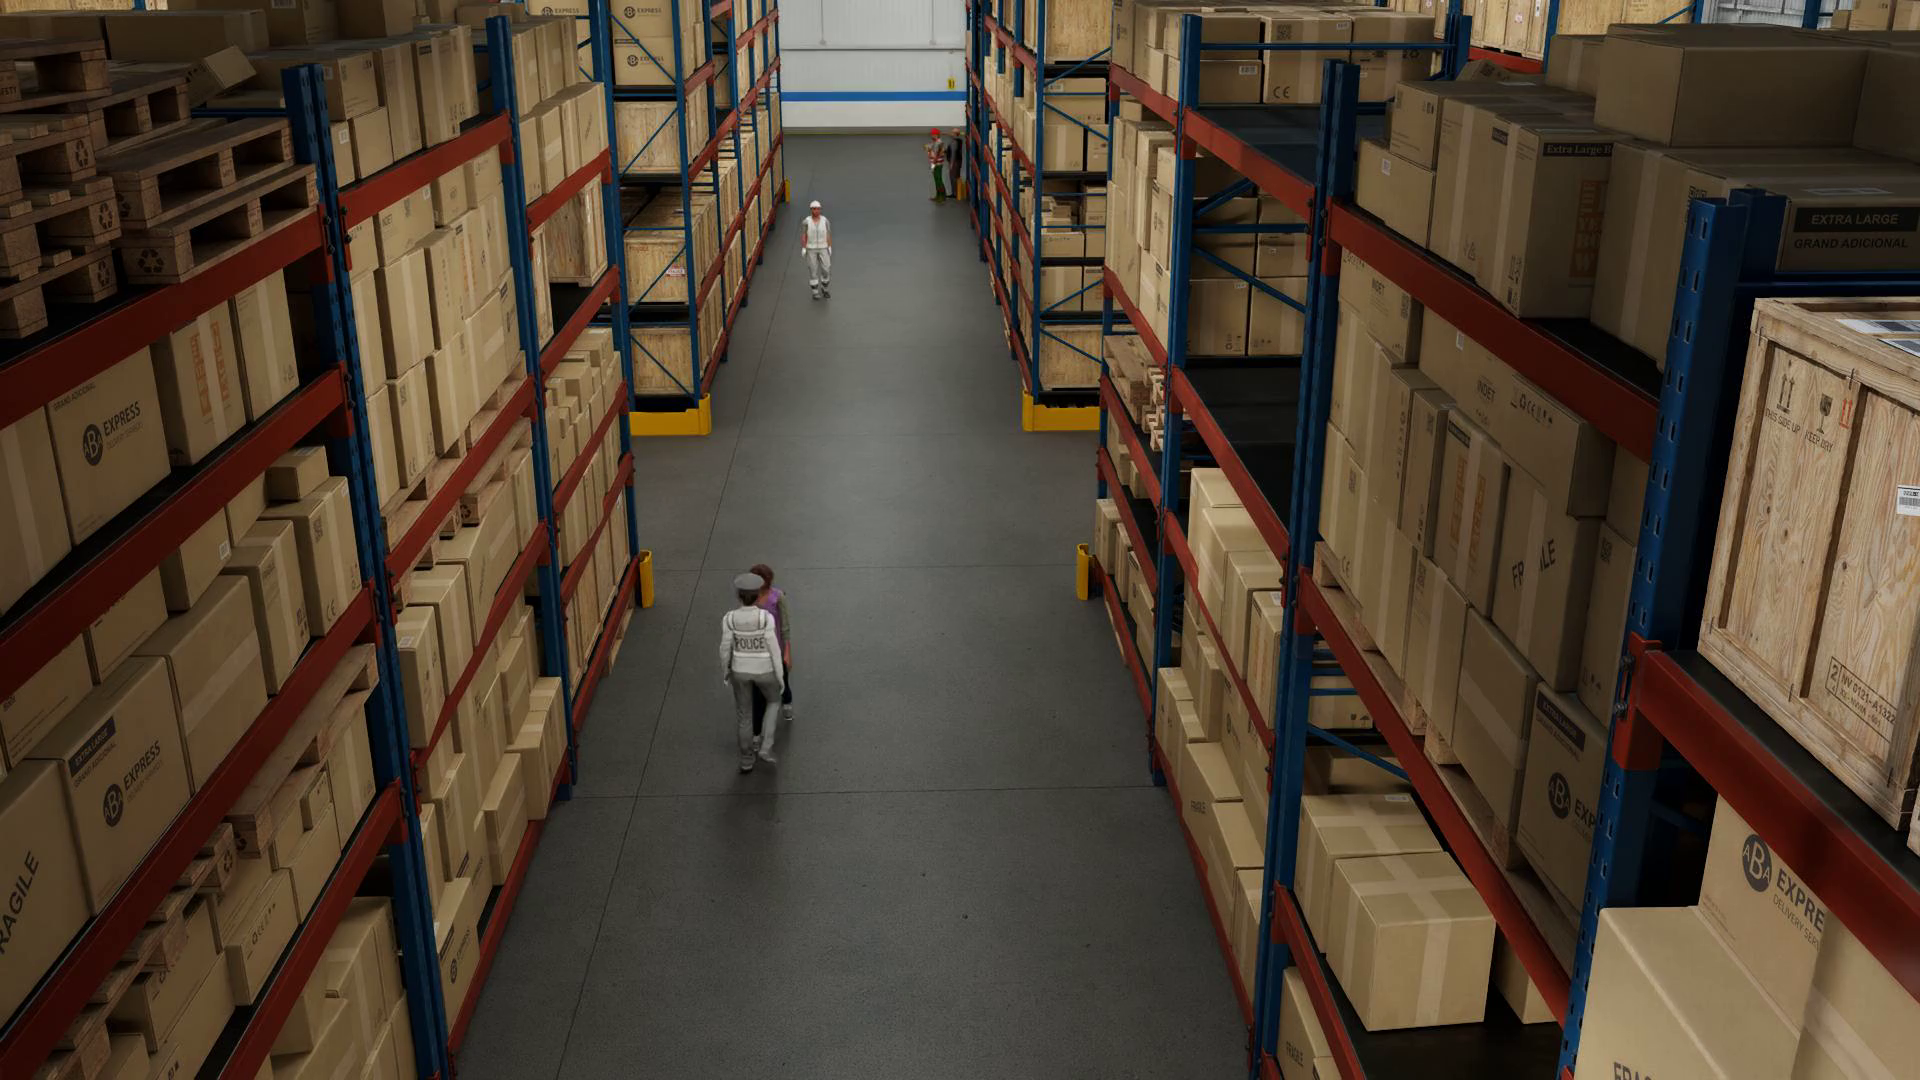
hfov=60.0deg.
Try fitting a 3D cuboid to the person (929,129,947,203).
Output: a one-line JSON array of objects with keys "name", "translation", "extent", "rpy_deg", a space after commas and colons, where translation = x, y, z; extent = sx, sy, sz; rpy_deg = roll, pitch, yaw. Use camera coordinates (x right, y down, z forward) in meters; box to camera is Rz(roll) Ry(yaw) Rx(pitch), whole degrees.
[{"name": "person", "translation": [-0.548, -9.335, 41.454], "extent": [0.474, 1.789, 0.612], "rpy_deg": [4, 21, 11]}]

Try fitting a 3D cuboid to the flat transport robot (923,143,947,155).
[{"name": "flat transport robot", "translation": [-0.727, -11.831, 50.427], "extent": [0.659, 0.255, 1.431], "rpy_deg": [-3, 21, -7]}]

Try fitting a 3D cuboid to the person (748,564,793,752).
[{"name": "person", "translation": [-1.635, 0.955, 14.172], "extent": [0.437, 1.593, 0.708], "rpy_deg": [3, 21, 9]}]

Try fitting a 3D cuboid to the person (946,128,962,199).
[{"name": "person", "translation": [-0.137, -9.547, 42.100], "extent": [0.356, 1.735, 0.640], "rpy_deg": [7, 22, 18]}]

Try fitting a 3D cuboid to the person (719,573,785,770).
[{"name": "person", "translation": [-1.695, 1.094, 13.637], "extent": [0.536, 1.672, 0.421], "rpy_deg": [0, 20, 0]}]

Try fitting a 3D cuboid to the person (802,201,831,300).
[{"name": "person", "translation": [-2.654, -5.359, 30.784], "extent": [0.559, 1.797, 0.429], "rpy_deg": [-4, 21, -10]}]
